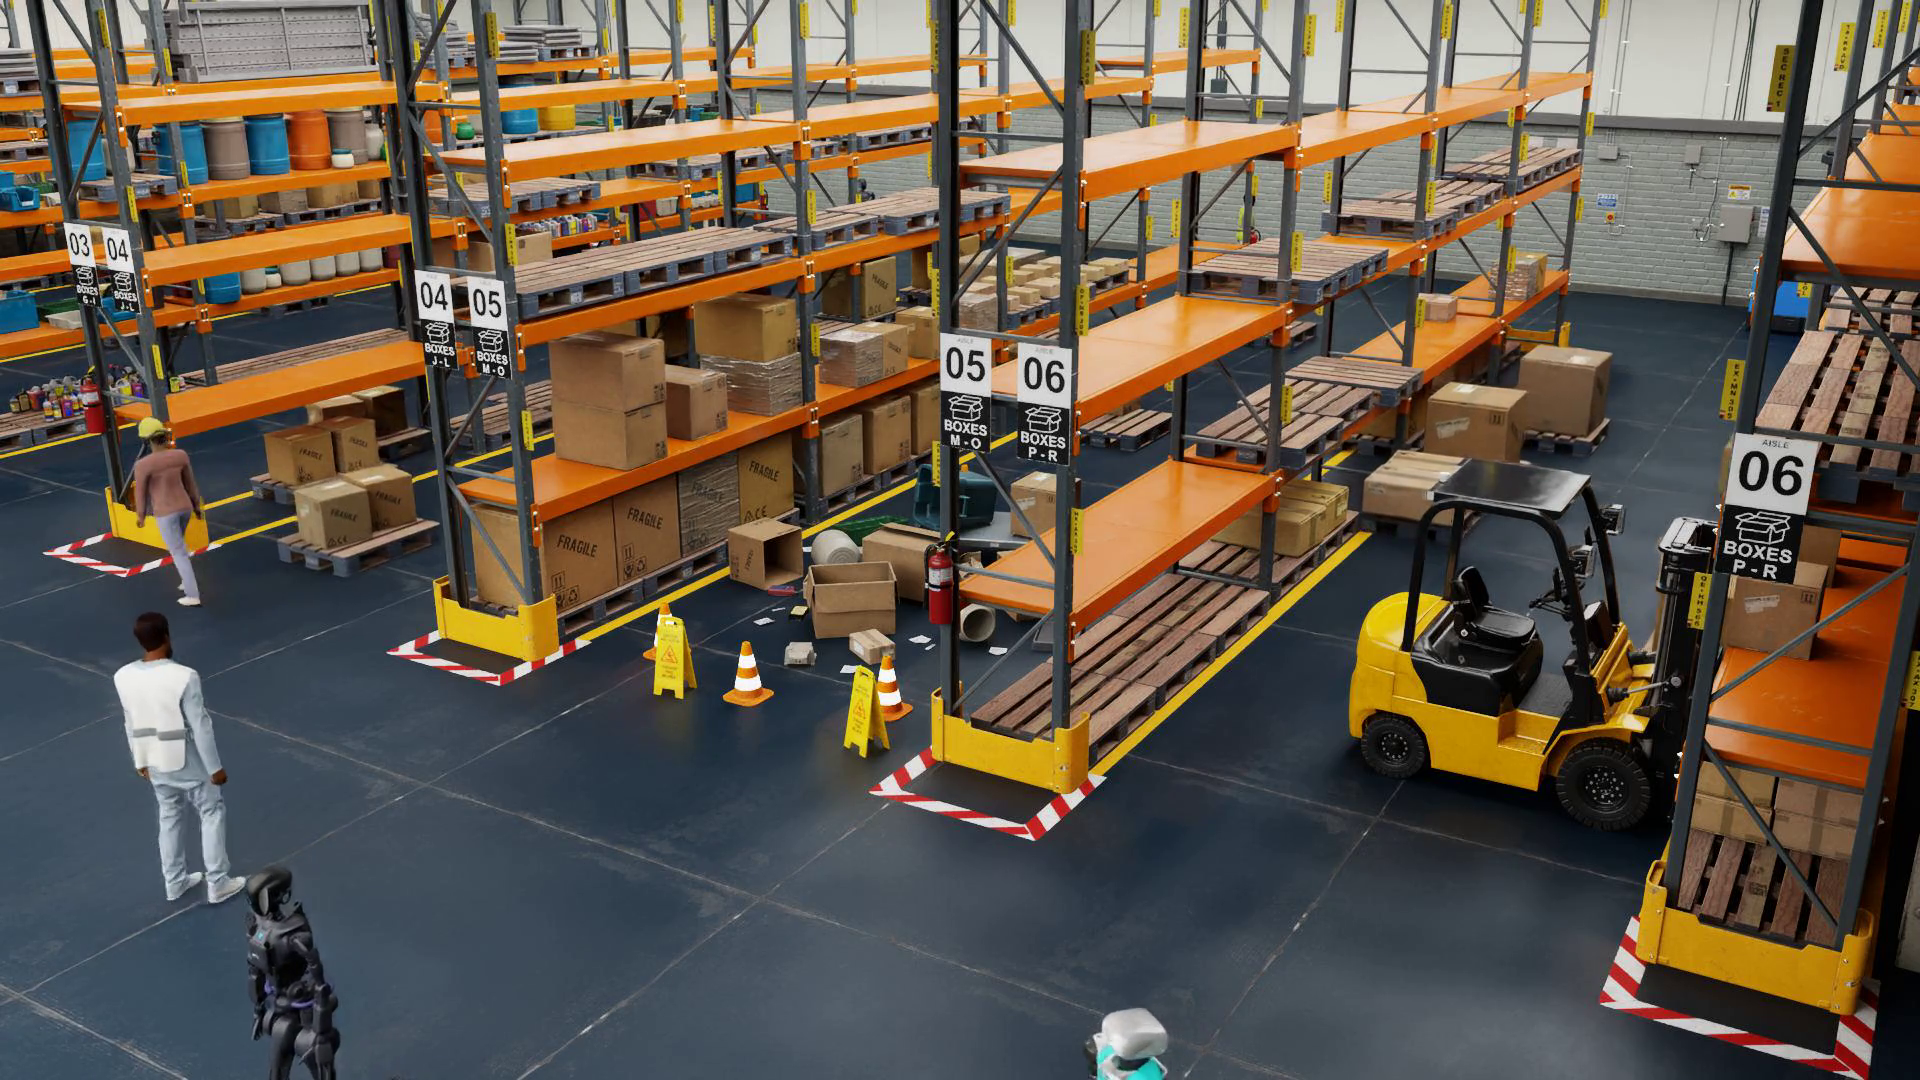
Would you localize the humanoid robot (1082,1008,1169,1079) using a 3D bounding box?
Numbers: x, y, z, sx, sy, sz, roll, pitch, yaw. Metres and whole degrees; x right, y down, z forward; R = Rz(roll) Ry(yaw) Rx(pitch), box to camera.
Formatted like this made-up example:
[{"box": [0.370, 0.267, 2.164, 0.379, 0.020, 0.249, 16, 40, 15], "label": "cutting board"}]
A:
[{"box": [0.854, 2.654, 6.724, 0.695, 1.795, 0.541, -11, 22, -29], "label": "humanoid robot"}]

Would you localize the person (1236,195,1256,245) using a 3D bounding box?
[{"box": [5.216, -5.509, 30.373, 0.320, 1.686, 0.537, -2, 19, -6], "label": "person"}]

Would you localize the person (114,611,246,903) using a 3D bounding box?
[{"box": [-4.831, 1.360, 10.214, 0.631, 1.894, 0.420, 5, 20, 15], "label": "person"}]

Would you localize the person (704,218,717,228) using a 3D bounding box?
[{"box": [-5.241, -7.061, 34.863, 0.489, 1.688, 0.352, -6, 20, -17], "label": "person"}]

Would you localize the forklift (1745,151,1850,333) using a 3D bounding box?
[{"box": [13.620, -4.667, 26.137, 1.873, 2.768, 1.129, 11, 22, 29], "label": "forklift"}]

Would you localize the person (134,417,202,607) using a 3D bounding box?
[{"box": [-7.204, -0.258, 15.112, 0.657, 1.736, 0.532, 9, 21, 25], "label": "person"}]

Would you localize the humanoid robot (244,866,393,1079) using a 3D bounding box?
[{"box": [-3.132, 2.250, 7.994, 0.609, 1.622, 0.699, 12, 22, 31], "label": "humanoid robot"}]

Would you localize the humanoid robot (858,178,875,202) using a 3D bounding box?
[{"box": [-1.901, -6.284, 32.652, 0.594, 1.641, 0.555, -10, 21, -27], "label": "humanoid robot"}]

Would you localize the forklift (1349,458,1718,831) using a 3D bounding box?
[{"box": [3.988, 0.658, 11.776, 2.313, 2.155, 1.214, 11, 22, 29], "label": "forklift"}]
